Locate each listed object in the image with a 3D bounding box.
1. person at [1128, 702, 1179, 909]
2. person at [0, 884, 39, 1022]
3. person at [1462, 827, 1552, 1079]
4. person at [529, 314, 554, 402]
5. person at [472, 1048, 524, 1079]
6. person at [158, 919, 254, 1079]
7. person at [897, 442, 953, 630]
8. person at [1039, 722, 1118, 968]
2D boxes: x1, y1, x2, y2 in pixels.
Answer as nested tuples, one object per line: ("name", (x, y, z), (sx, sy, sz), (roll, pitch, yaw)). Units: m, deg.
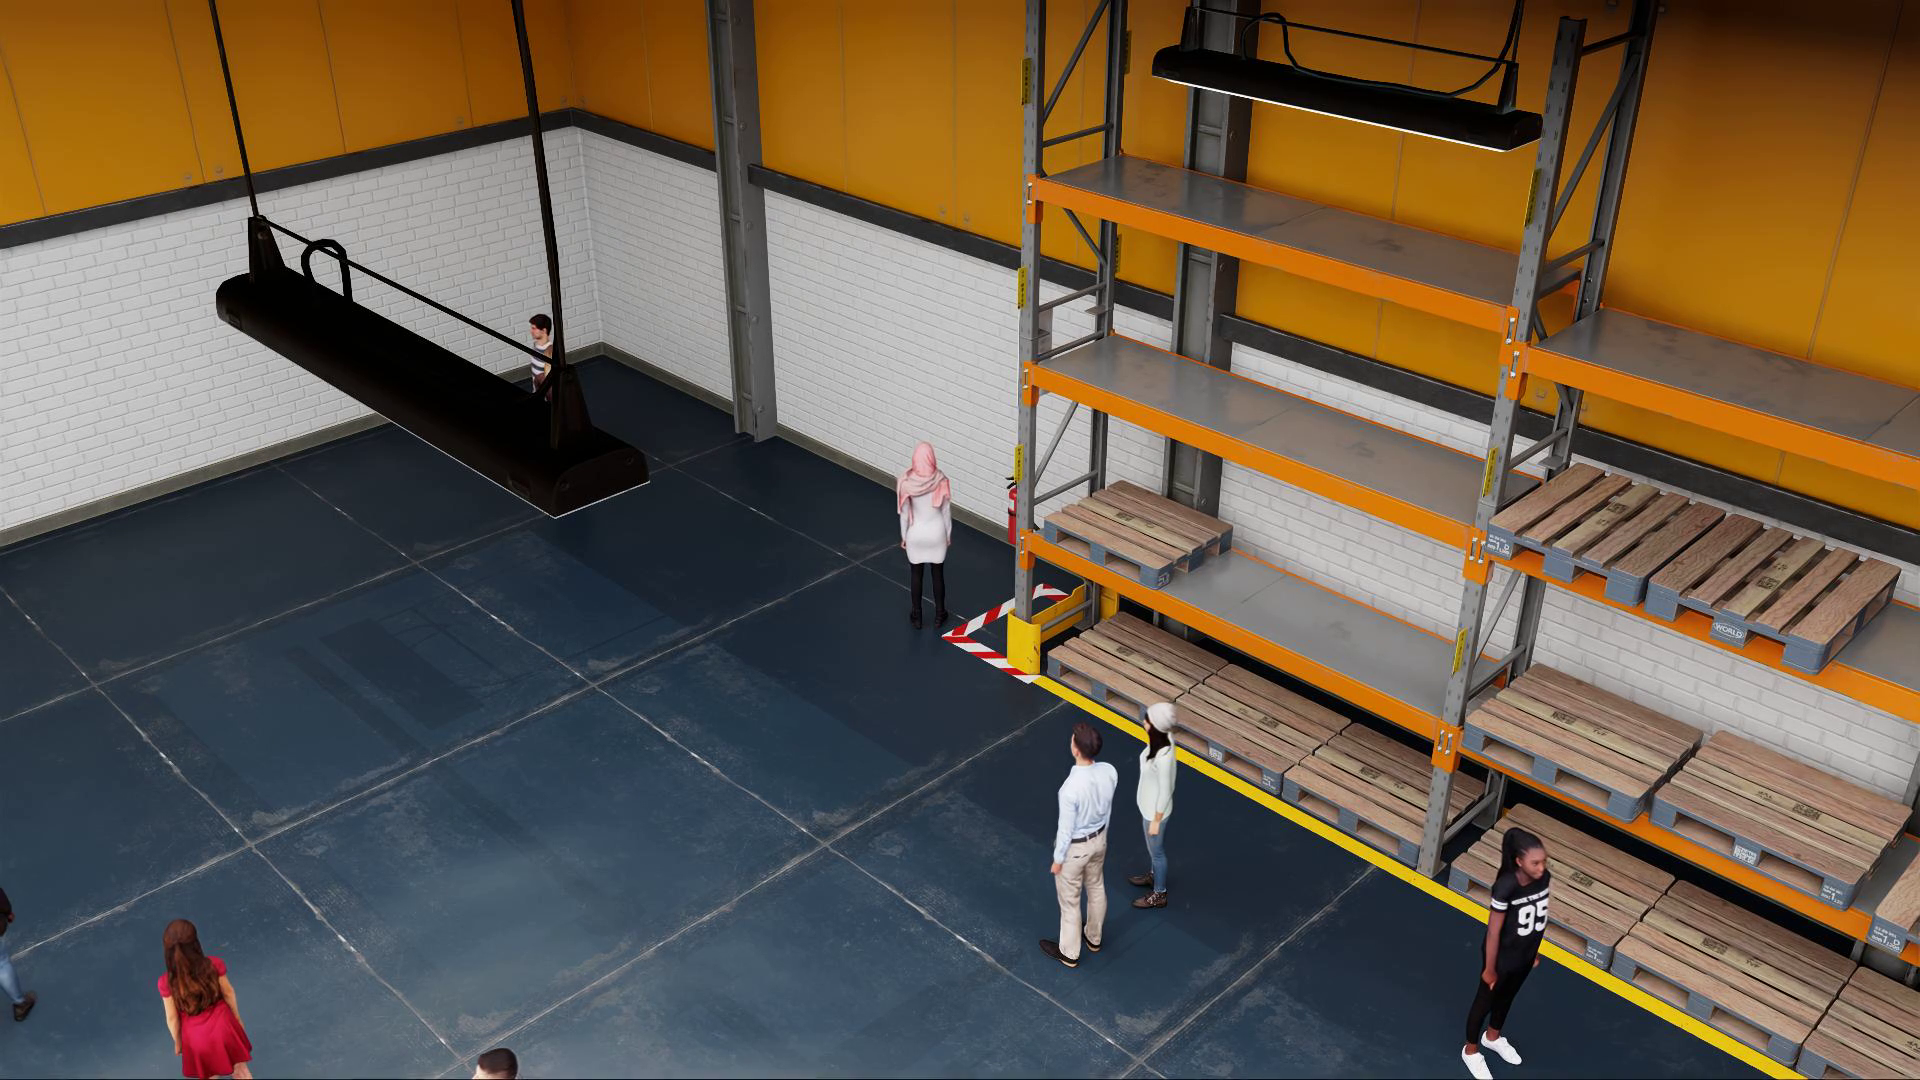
("person", (1.337, 1.803, 11.374), (0.683, 1.643, 0.631), (1, 29, 2))
("person", (-6.182, 2.356, 10.369), (0.733, 1.634, 0.753), (-8, 30, -15))
("person", (3.312, 2.487, 10.032), (0.660, 1.728, 0.646), (-17, 33, -28))
("person", (-4.211, -1.461, 17.136), (0.715, 1.854, 0.475), (-23, 36, -36))
("person", (-2.269, 3.283, 8.538), (0.748, 1.761, 0.595), (-12, 31, -21))
("person", (-4.346, 2.824, 9.596), (0.574, 1.552, 0.633), (-20, 34, -32))
("person", (-0.295, -0.040, 14.584), (0.741, 1.804, 0.795), (-1, 29, -2))
("person", (0.785, 1.981, 10.834), (0.652, 1.847, 0.601), (-23, 36, -36))
